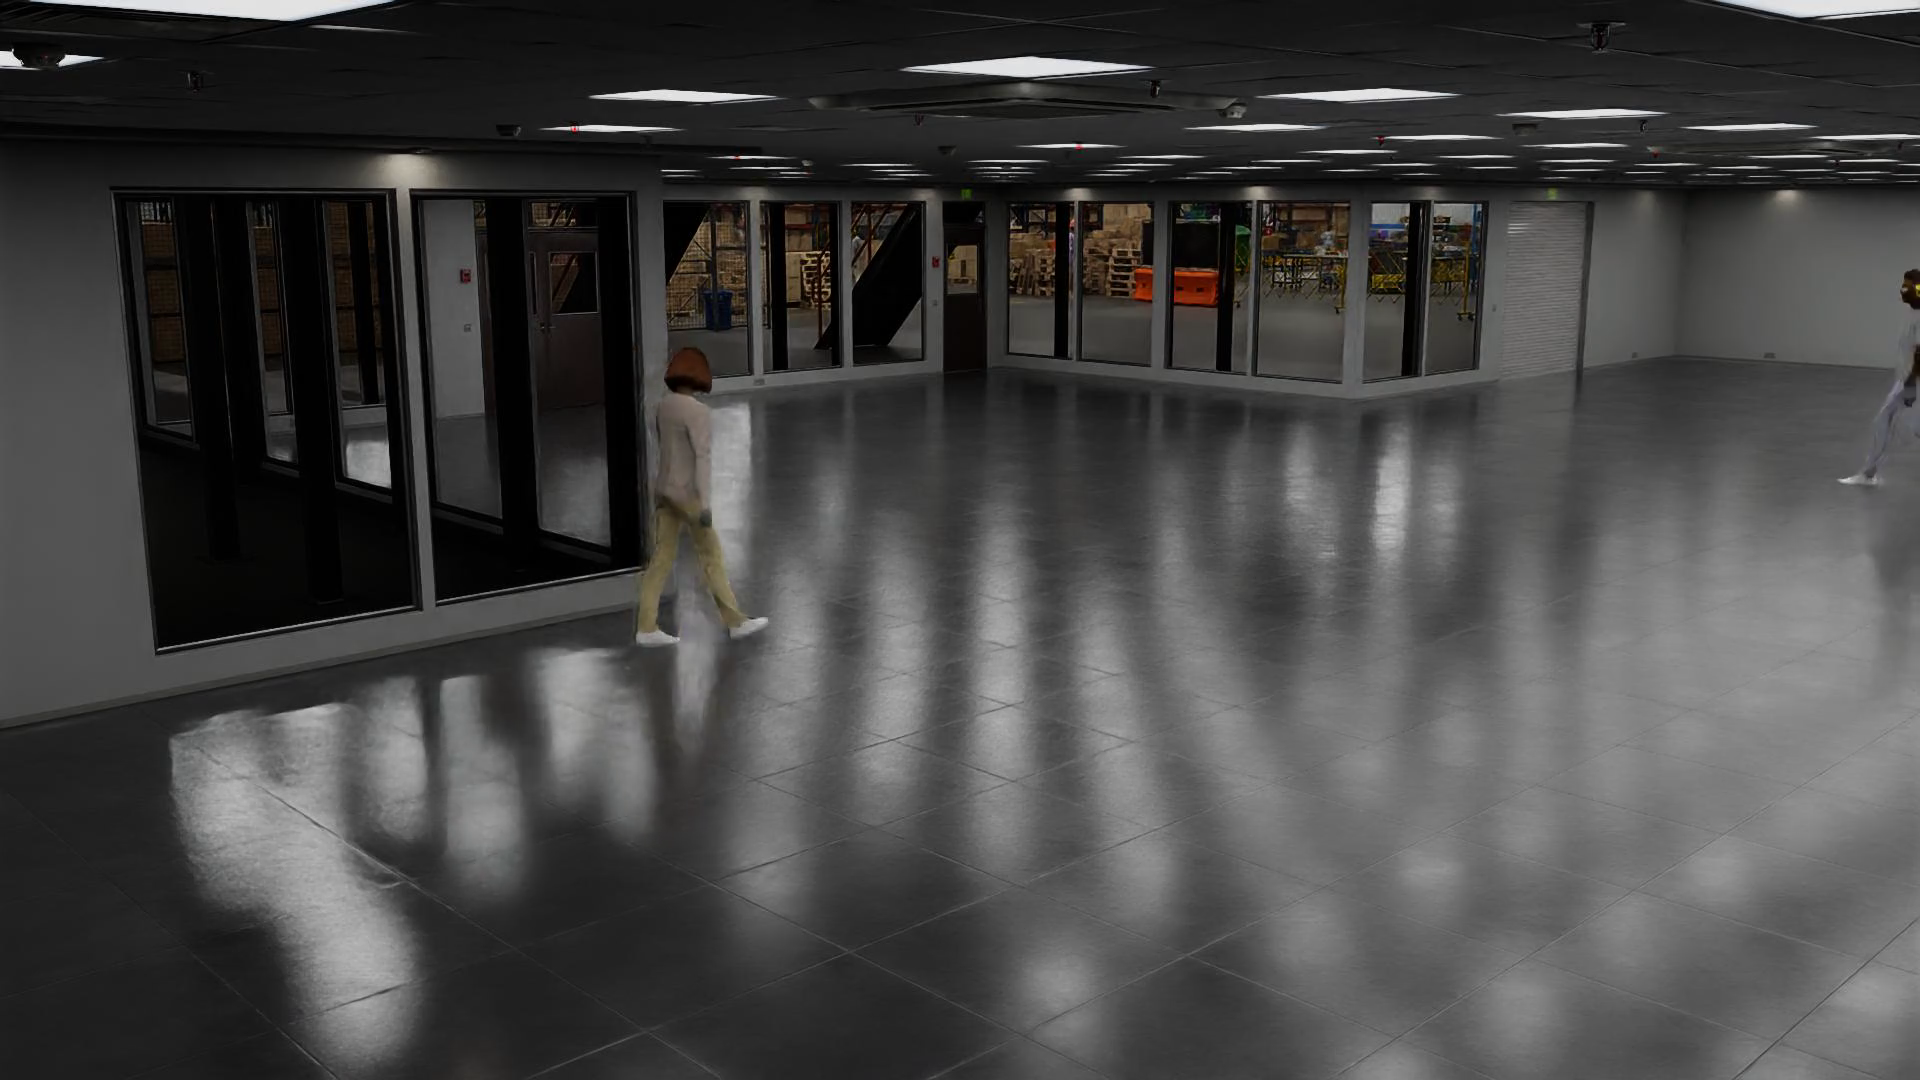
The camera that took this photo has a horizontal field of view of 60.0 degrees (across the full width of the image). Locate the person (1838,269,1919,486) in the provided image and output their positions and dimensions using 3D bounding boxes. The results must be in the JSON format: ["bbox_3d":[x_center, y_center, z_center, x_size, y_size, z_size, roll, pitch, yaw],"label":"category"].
[{"bbox_3d":[7.928,-1.320,13.776,0.918,1.836,0.530,4,12,20],"label":"person"}]

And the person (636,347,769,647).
[{"bbox_3d":[-1.418,-0.228,8.874,0.769,1.590,0.569,-9,14,-37],"label":"person"}]
